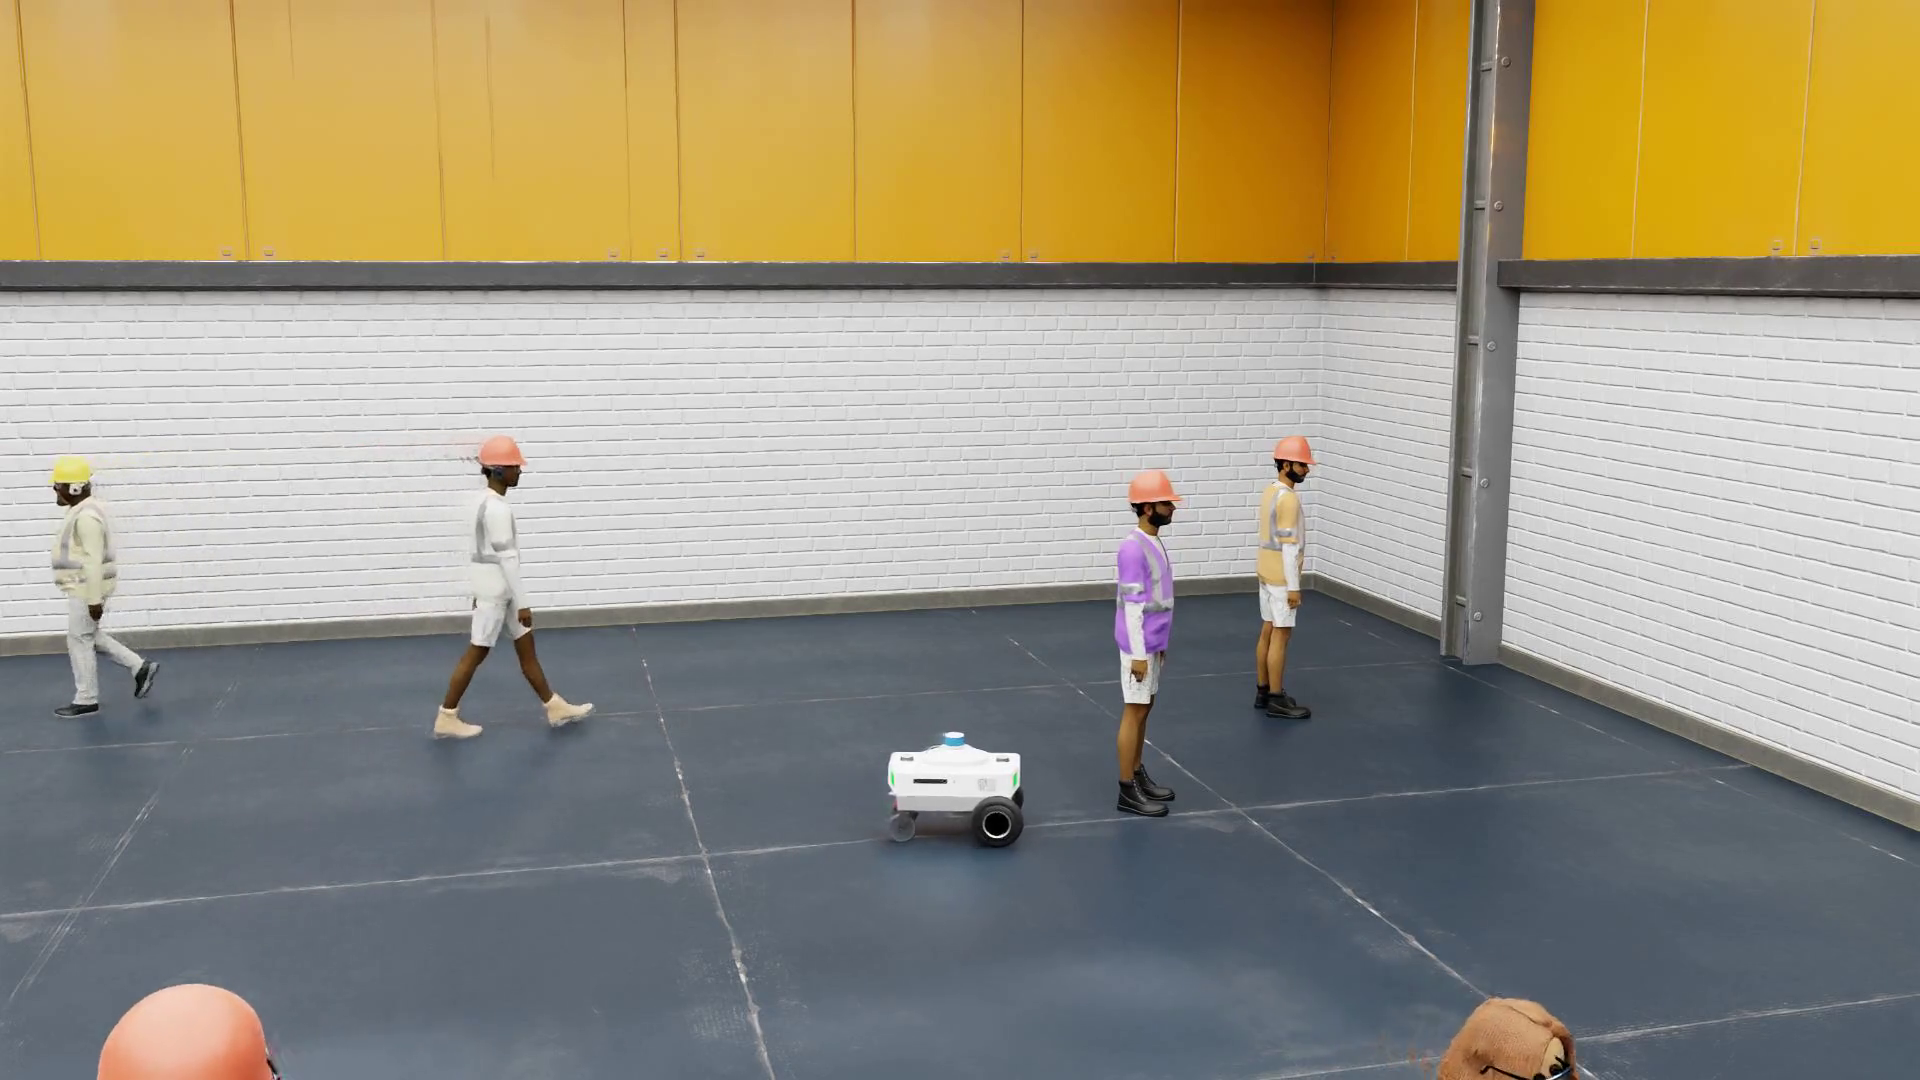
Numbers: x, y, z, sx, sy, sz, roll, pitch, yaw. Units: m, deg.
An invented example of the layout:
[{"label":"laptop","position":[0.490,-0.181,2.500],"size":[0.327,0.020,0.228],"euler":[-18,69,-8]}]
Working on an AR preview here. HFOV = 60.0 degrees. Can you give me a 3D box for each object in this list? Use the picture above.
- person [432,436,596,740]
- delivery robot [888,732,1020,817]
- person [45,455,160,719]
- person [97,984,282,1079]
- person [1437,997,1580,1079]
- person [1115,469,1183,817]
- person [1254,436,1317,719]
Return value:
[{"label":"person","position":[-2.974,0.316,10.841],"size":[1.071,1.986,0.624],"euler":[-3,10,-20]},{"label":"delivery robot","position":[-0.030,1.280,8.961],"size":[0.707,0.478,0.477],"euler":[0,9,2]},{"label":"person","position":[-5.917,0.308,11.396],"size":[0.590,1.813,0.603],"euler":[-4,10,-26]},{"label":"person","position":[-1.175,1.625,2.672],"size":[0.640,1.976,0.597],"euler":[1,9,5]},{"label":"person","position":[1.131,1.707,3.294],"size":[0.525,1.603,0.752],"euler":[-6,11,-33]},{"label":"person","position":[1.058,0.569,9.378],"size":[0.354,1.942,0.542],"euler":[3,10,17]},{"label":"person","position":[2.226,0.250,11.402],"size":[0.376,1.933,0.545],"euler":[-1,9,-4]}]
